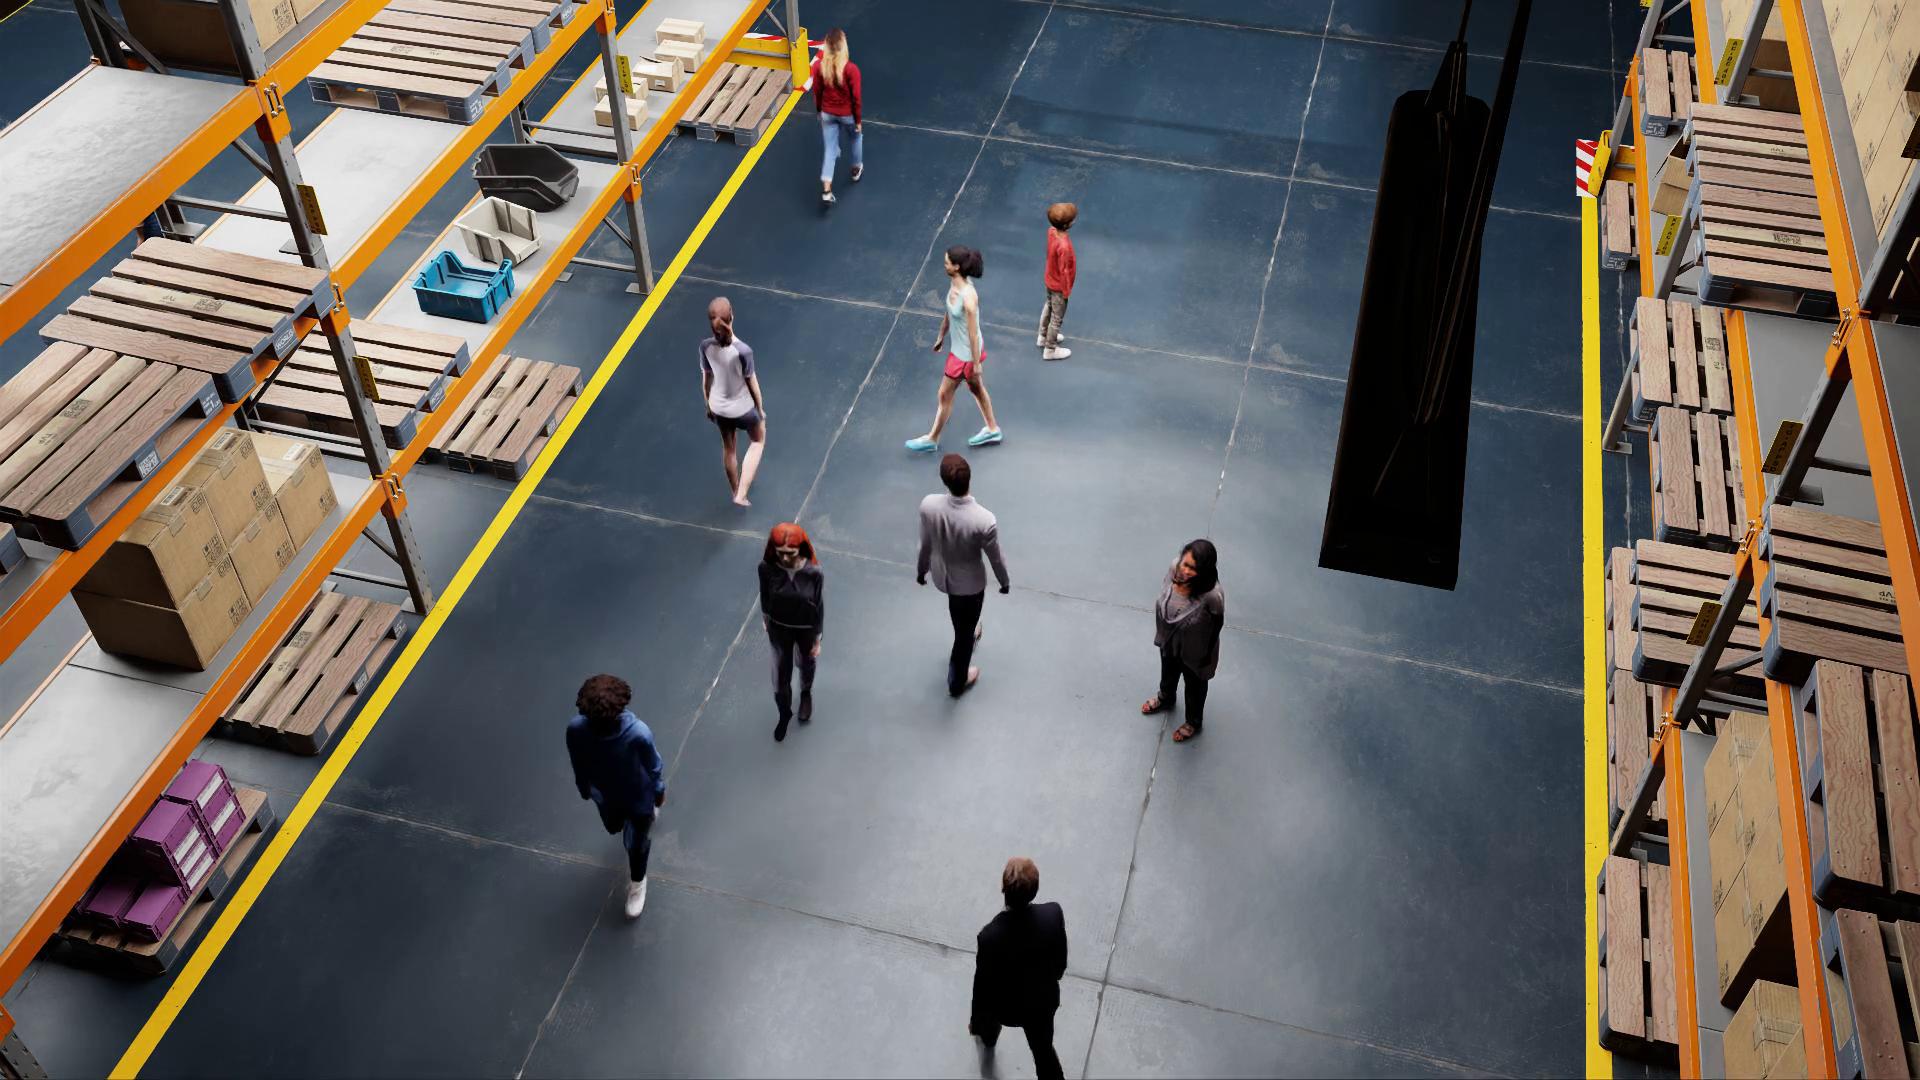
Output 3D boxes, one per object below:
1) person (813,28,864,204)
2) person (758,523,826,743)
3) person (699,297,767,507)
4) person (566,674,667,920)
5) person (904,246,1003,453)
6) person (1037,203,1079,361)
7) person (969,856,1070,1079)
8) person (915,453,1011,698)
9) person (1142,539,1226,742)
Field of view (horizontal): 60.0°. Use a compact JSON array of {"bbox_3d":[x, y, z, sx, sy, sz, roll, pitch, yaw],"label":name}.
[{"bbox_3d":[-1.117,-3.811,15.094,0.676,1.599,1.104,6,44,6],"label":"person"},{"bbox_3d":[-1.011,0.474,10.475,0.657,1.765,0.731,2,44,2],"label":"person"},{"bbox_3d":[-1.650,-0.908,11.936,0.588,1.750,0.695,15,46,15],"label":"person"},{"bbox_3d":[-1.912,1.347,9.547,0.736,1.780,1.036,7,44,7],"label":"person"},{"bbox_3d":[0.125,-1.428,12.495,0.966,1.732,1.042,-11,45,-11],"label":"person"},{"bbox_3d":[0.786,-2.100,13.432,0.651,1.413,0.551,-10,44,-10],"label":"person"},{"bbox_3d":[0.342,2.369,8.474,1.160,1.780,1.312,-17,46,-17],"label":"person"},{"bbox_3d":[-0.058,0.291,10.630,0.857,1.814,0.971,21,48,21],"label":"person"},{"bbox_3d":[1.437,0.590,10.467,0.815,1.608,0.764,-28,50,-27],"label":"person"}]
